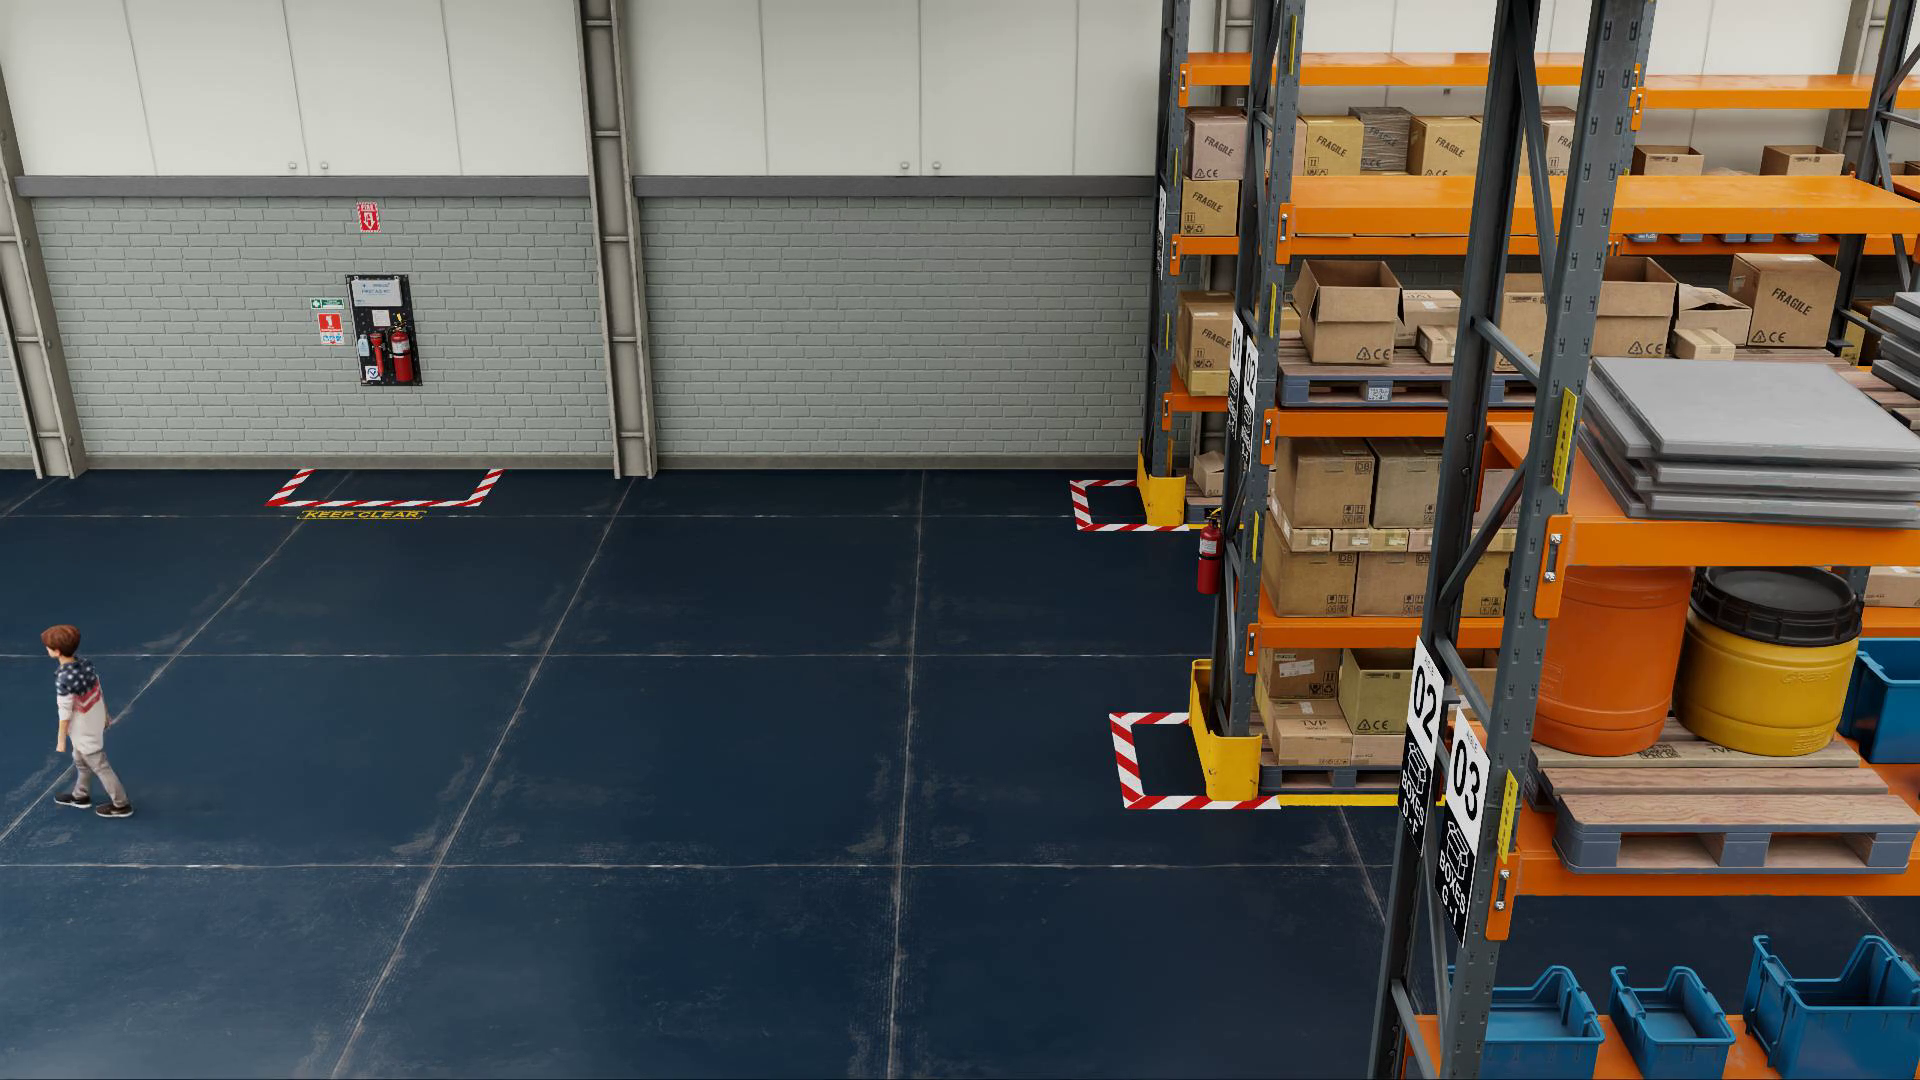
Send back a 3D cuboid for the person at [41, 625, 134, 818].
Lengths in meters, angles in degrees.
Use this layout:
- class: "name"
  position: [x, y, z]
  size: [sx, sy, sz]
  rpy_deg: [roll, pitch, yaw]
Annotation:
- class: "person"
  position: [-5.751, 1.218, 11.062]
  size: [0.778, 1.423, 0.557]
  rpy_deg: [-1, 23, -3]
